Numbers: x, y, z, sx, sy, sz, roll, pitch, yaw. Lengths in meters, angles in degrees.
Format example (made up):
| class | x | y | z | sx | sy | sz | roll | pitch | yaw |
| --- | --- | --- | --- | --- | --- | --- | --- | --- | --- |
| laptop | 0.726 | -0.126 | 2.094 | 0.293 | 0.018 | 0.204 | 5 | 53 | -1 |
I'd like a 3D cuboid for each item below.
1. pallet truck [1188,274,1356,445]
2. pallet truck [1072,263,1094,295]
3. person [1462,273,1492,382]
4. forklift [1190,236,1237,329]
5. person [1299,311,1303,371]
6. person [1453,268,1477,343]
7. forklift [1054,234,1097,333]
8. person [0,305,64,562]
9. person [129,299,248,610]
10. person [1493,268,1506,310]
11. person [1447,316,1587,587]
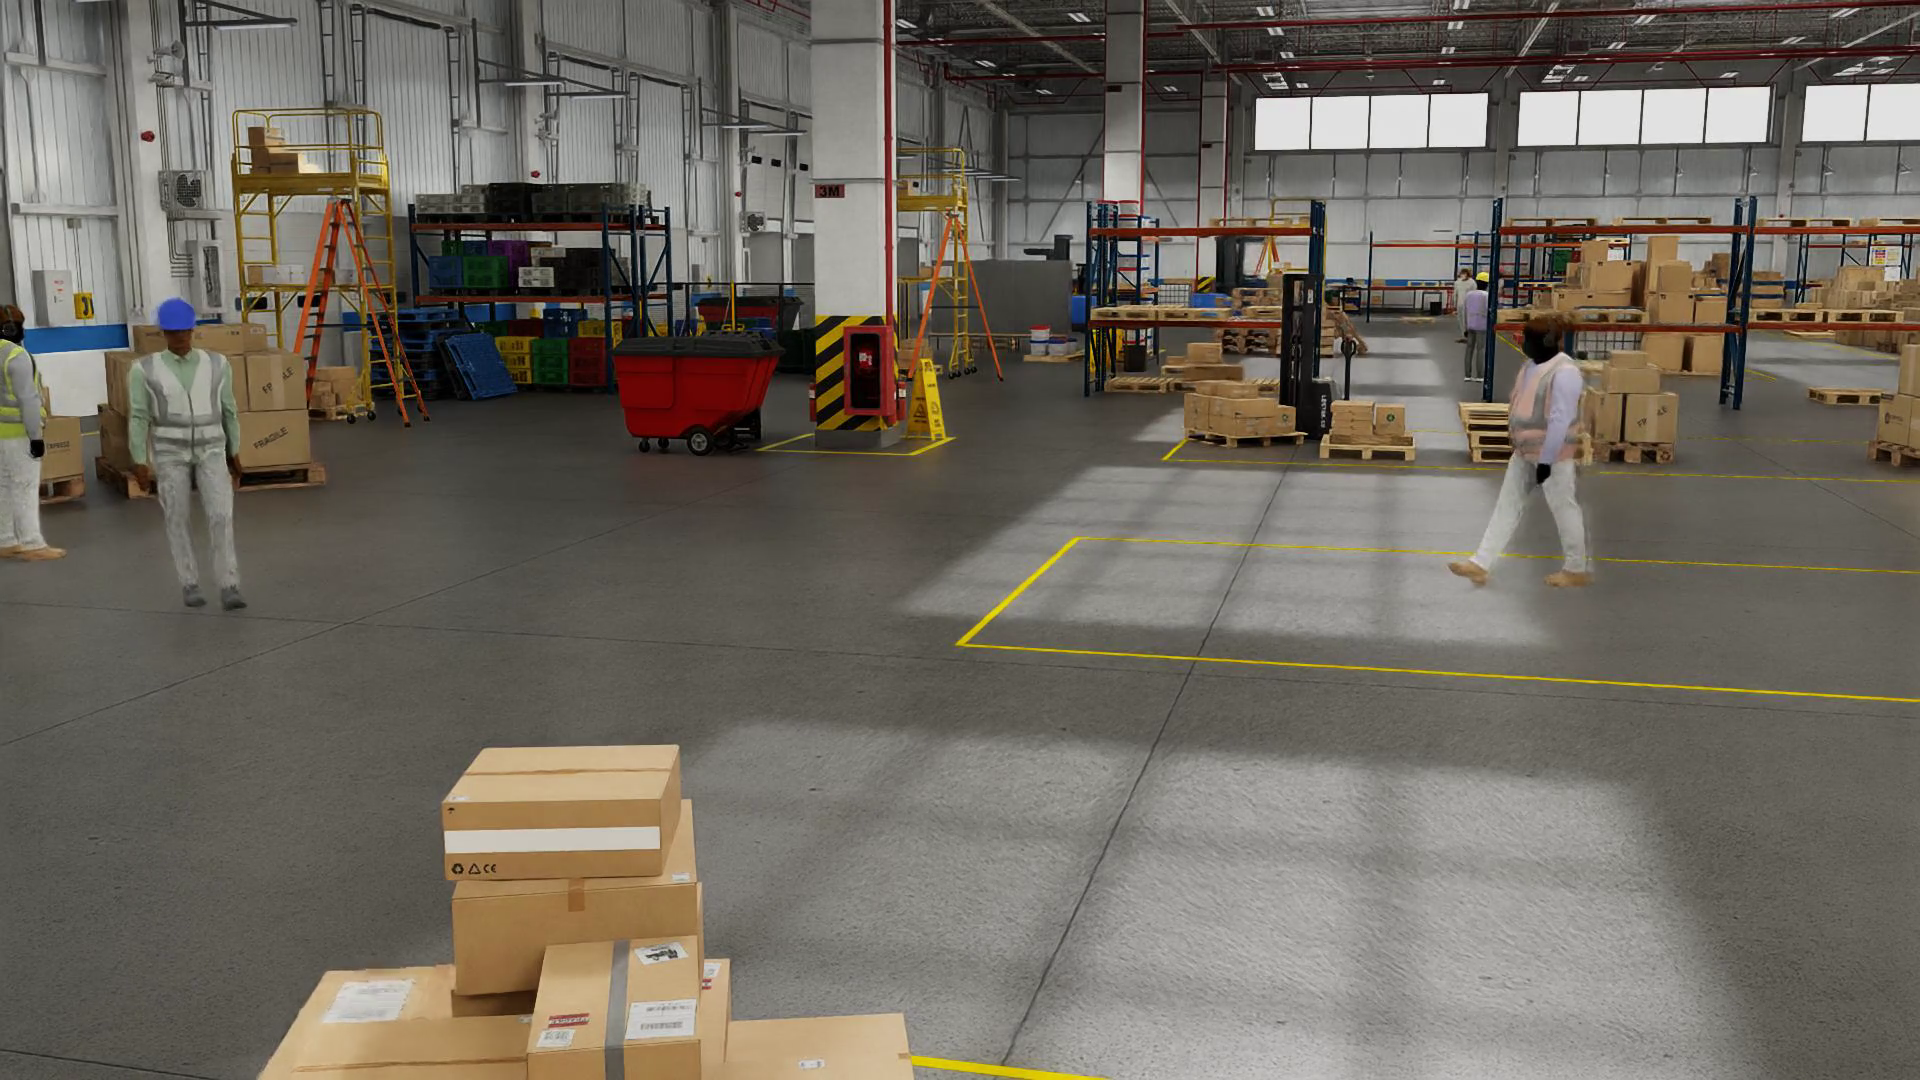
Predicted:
| class | x | y | z | sx | sy | sz | roll | pitch | yaw |
| --- | --- | --- | --- | --- | --- | --- | --- | --- | --- |
| pallet truck | 3.653 | -2.138 | 19.590 | 1.885 | 1.965 | 0.823 | -4 | 10 | -20 |
| pallet truck | 4.325 | -8.180 | 55.162 | 0.823 | 1.965 | 1.885 | 6 | 11 | 31 |
| person | 9.084 | -3.720 | 29.151 | 0.399 | 1.914 | 0.589 | -7 | 12 | -34 |
| forklift | 8.049 | -7.856 | 50.659 | 1.873 | 2.768 | 1.129 | -2 | 10 | -13 |
| person | 6.745 | -4.103 | 31.926 | 0.485 | 1.739 | 0.319 | -8 | 13 | -41 |
| person | 12.841 | -5.953 | 42.299 | 0.399 | 1.924 | 0.642 | -9 | 13 | -44 |
| forklift | 2.933 | -7.338 | 47.611 | 1.873 | 2.768 | 1.129 | 2 | 10 | 14 |
| person | -6.787 | -0.761 | 11.939 | 0.633 | 1.841 | 0.429 | 5 | 11 | 27 |
| person | -4.693 | -0.494 | 10.145 | 0.656 | 1.912 | 0.878 | -6 | 12 | -33 |
| person | 16.389 | -7.400 | 50.999 | 1.066 | 1.869 | 0.621 | -6 | 12 | -33 |
| person | 3.742 | -0.562 | 10.899 | 0.945 | 1.789 | 0.654 | -2 | 10 | -10 |
